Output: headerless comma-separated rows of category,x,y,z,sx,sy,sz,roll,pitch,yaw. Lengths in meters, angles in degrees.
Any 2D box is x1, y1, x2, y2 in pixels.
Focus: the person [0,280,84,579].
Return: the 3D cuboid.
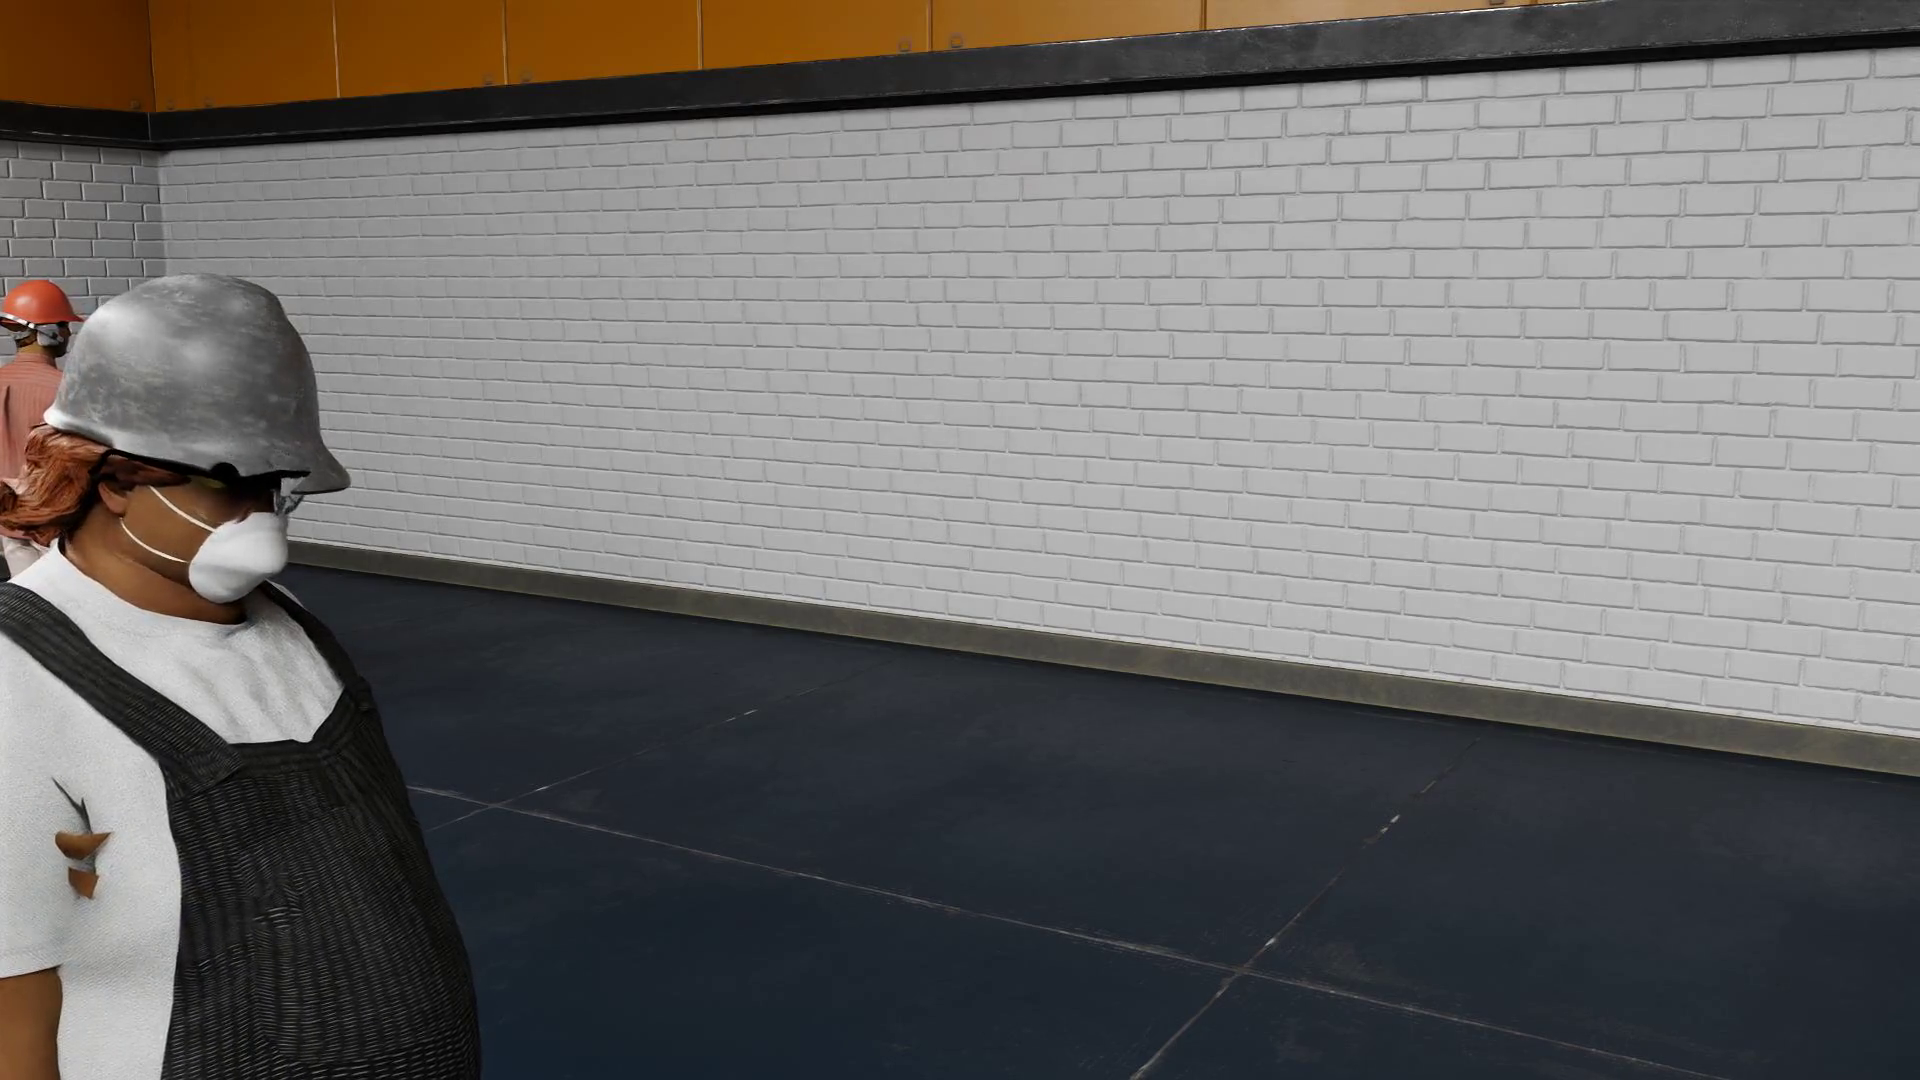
person,-3.758,-0.068,6.887,0.610,1.996,0.386,4,10,24
